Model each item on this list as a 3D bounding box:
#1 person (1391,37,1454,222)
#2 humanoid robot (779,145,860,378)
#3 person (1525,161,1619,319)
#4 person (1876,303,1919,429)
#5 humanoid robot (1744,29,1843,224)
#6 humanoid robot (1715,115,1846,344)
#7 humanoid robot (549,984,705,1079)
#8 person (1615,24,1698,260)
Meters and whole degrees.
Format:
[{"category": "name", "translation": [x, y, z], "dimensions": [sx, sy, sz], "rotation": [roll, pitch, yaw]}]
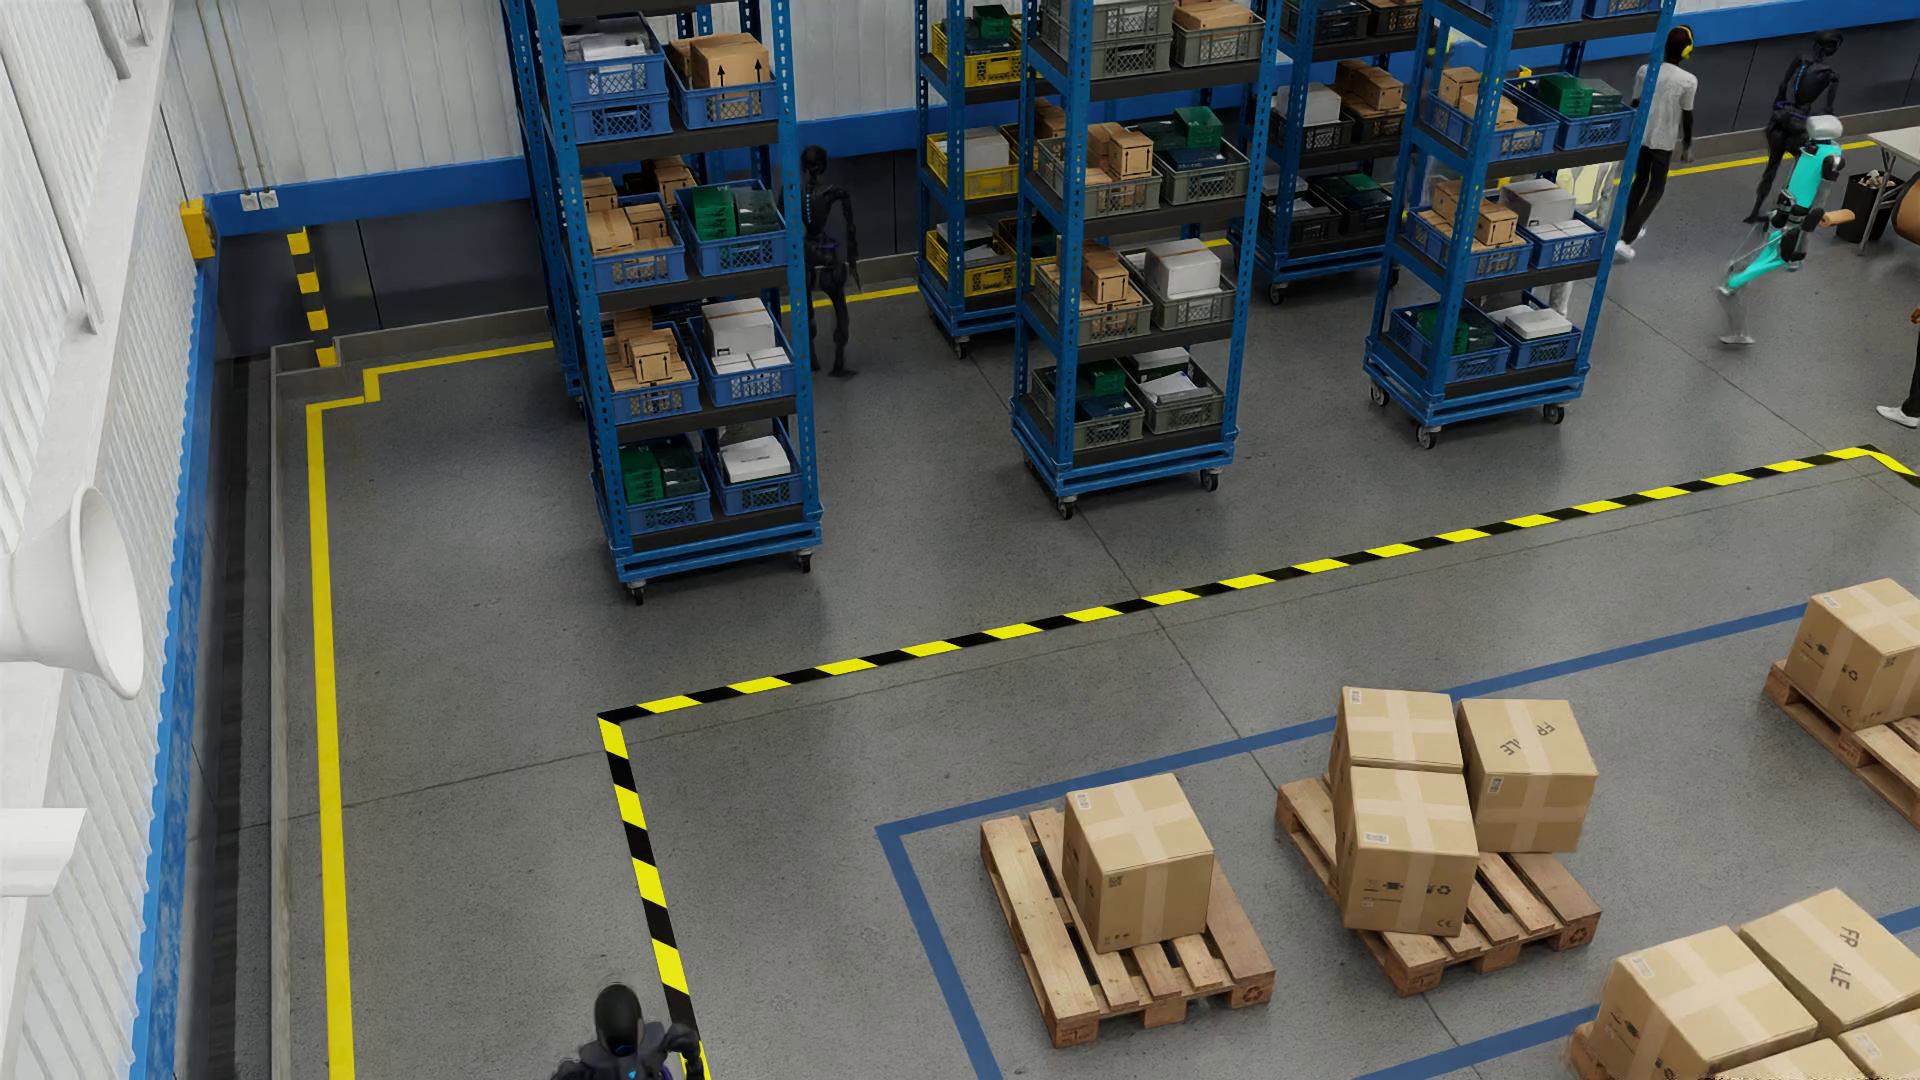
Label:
[{"category": "person", "translation": [3.689, -3.201, 13.304], "dimensions": [0.375, 1.750, 0.552], "rotation": [4, 35, 6]}, {"category": "humanoid robot", "translation": [-0.999, -1.902, 11.537], "dimensions": [0.612, 1.647, 0.470], "rotation": [8, 36, 11]}, {"category": "person", "translation": [4.273, -2.226, 11.848], "dimensions": [0.627, 1.843, 0.429], "rotation": [5, 36, 7]}, {"category": "person", "translation": [6.539, -1.611, 10.967], "dimensions": [0.596, 1.849, 0.388], "rotation": [-13, 37, -18]}, {"category": "humanoid robot", "translation": [6.854, -3.381, 13.632], "dimensions": [0.451, 1.649, 0.608], "rotation": [-12, 37, -16]}, {"category": "humanoid robot", "translation": [5.676, -2.102, 11.816], "dimensions": [0.736, 1.846, 0.541], "rotation": [1, 35, 1]}, {"category": "humanoid robot", "translation": [-1.131, 2.124, 5.847], "dimensions": [0.609, 1.632, 0.710], "rotation": [-16, 38, -21]}, {"category": "person", "translation": [5.481, -3.125, 13.119], "dimensions": [0.700, 1.843, 0.523], "rotation": [-23, 41, -29]}]
